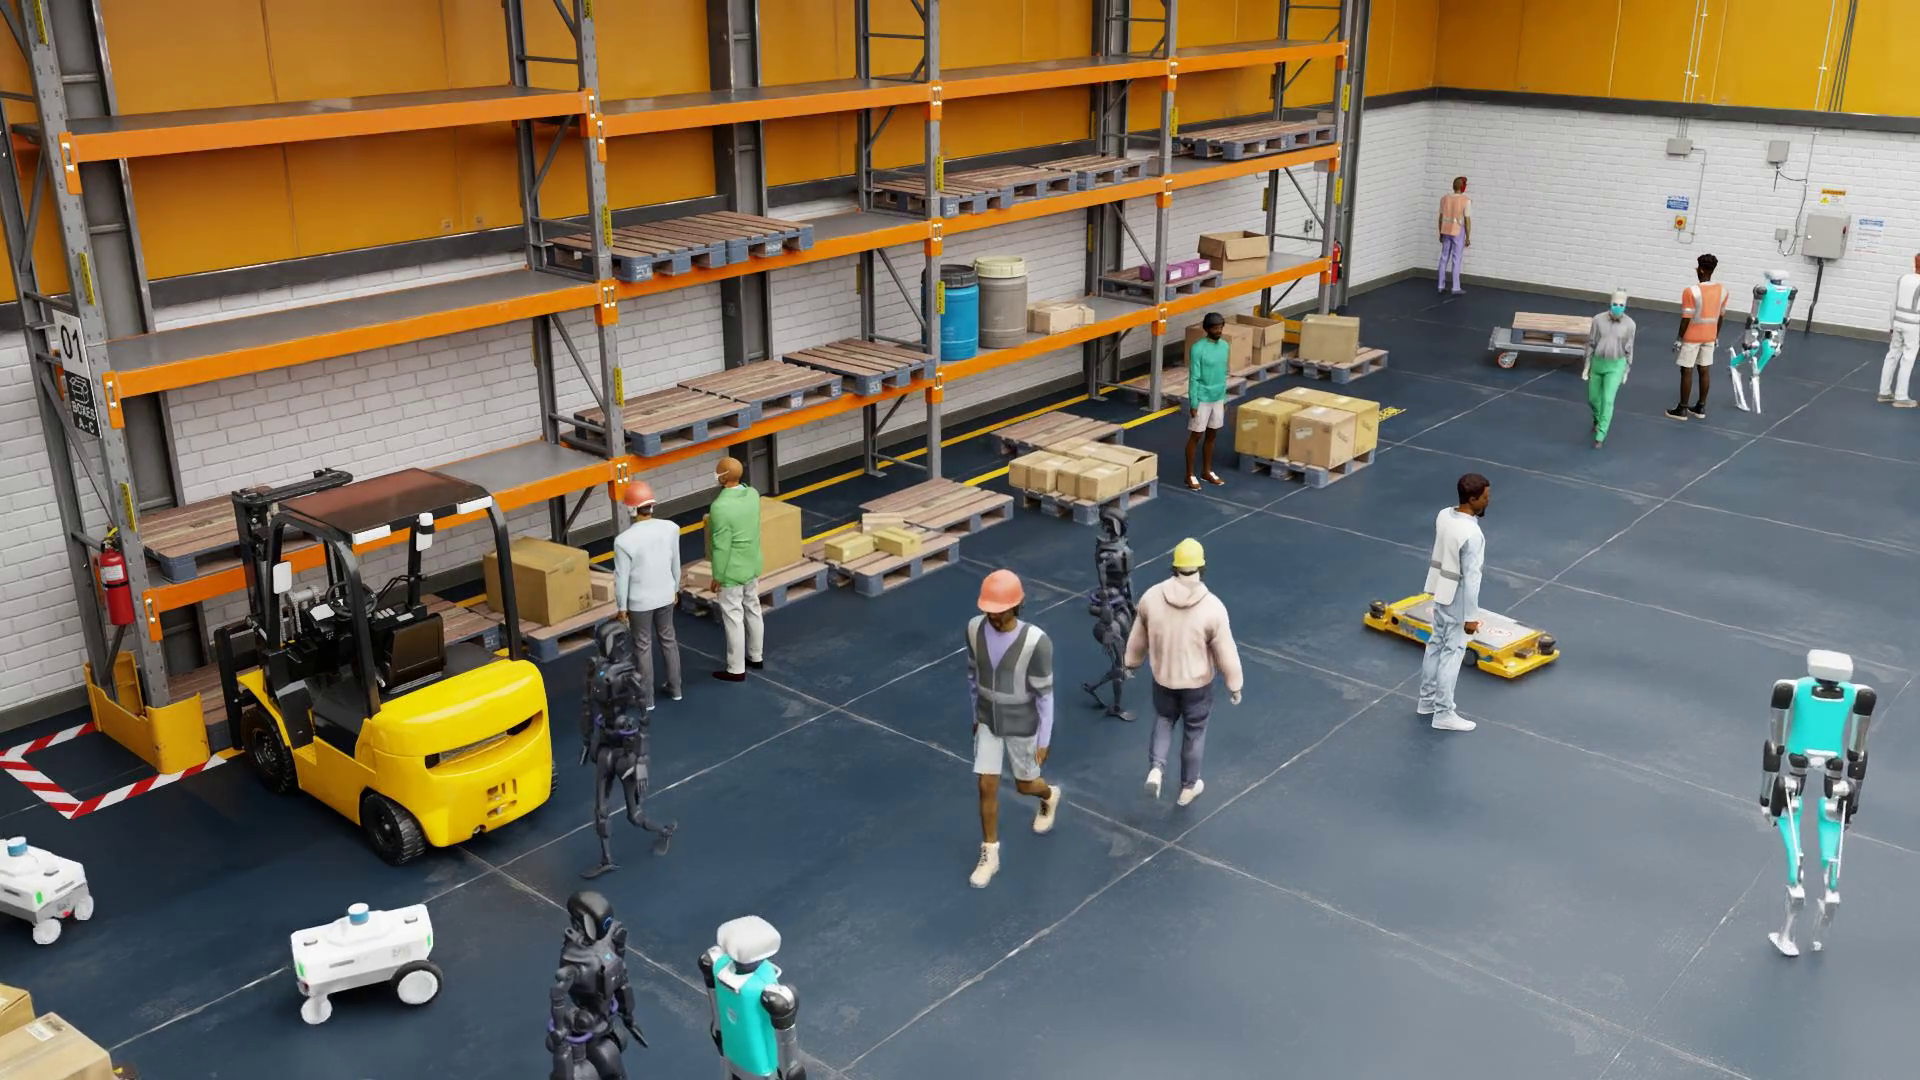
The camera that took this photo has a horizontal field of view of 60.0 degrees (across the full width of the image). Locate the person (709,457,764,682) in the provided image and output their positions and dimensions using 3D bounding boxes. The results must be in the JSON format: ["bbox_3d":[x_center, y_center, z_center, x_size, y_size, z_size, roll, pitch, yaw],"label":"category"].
[{"bbox_3d":[-1.720,0.219,12.772,0.384,1.784,0.543,11,23,28],"label":"person"}]

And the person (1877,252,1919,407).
[{"bbox_3d":[11.500,-2.557,20.151,0.346,1.880,0.579,-5,21,-13],"label":"person"}]

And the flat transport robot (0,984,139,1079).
[{"bbox_3d":[-4.321,2.936,7.595,0.659,0.231,1.431,14,25,34],"label":"flat transport robot"}]

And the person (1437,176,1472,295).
[{"bbox_3d":[7.808,-4.816,26.322,0.390,1.847,0.563,-16,26,-37],"label":"person"}]

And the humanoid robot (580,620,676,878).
[{"bbox_3d":[-2.061,1.270,10.144,0.598,1.662,0.624,14,24,33],"label":"humanoid robot"}]

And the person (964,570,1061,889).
[{"bbox_3d":[0.341,1.067,10.152,0.618,2.013,0.870,12,23,29],"label":"person"}]

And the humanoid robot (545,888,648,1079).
[{"bbox_3d":[-1.660,2.259,7.427,0.533,1.643,0.608,8,22,21],"label":"humanoid robot"}]

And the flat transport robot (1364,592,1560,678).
[{"bbox_3d":[4.070,0.743,13.537,0.659,0.231,1.431,-15,25,-35],"label":"flat transport robot"}]

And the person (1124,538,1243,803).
[{"bbox_3d":[1.443,0.889,10.860,0.826,1.846,0.497,9,22,23],"label":"person"}]

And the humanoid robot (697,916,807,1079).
[{"bbox_3d":[-0.698,2.375,7.112,0.549,1.871,0.699,18,27,40],"label":"humanoid robot"}]

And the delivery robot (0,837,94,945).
[{"bbox_3d":[-5.458,2.008,9.692,0.763,0.591,0.508,9,22,23],"label":"delivery robot"}]

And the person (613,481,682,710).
[{"bbox_3d":[-2.323,0.405,12.320,0.576,1.745,0.356,-19,27,-41],"label":"person"}]

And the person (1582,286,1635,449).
[{"bbox_3d":[7.283,-1.985,18.694,0.506,1.818,0.800,11,23,28],"label":"person"}]

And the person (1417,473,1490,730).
[{"bbox_3d":[3.560,0.432,12.001,0.371,1.916,0.596,-3,20,-7],"label":"person"}]

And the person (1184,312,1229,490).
[{"bbox_3d":[2.547,-1.452,17.206,0.507,1.847,0.376,-13,24,-32],"label":"person"}]

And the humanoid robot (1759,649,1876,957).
[{"bbox_3d":[4.759,1.543,9.260,0.537,1.790,0.726,4,21,12],"label":"humanoid robot"}]

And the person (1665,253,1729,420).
[{"bbox_3d":[8.679,-2.390,19.578,0.609,1.964,0.365,-6,21,-16],"label":"person"}]

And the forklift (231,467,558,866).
[{"bbox_3d":[-3.730,0.710,10.856,2.313,2.155,1.214,17,26,38],"label":"forklift"}]

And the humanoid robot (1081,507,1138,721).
[{"bbox_3d":[1.102,0.525,12.117,0.483,1.635,0.589,9,22,23],"label":"humanoid robot"}]

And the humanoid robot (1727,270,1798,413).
[{"bbox_3d":[9.487,-2.344,19.877,0.549,1.858,0.676,-3,21,-9],"label":"humanoid robot"}]

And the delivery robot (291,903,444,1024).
[{"bbox_3d":[-3.216,2.254,9.033,0.791,0.595,0.499,-9,22,-23],"label":"delivery robot"}]
